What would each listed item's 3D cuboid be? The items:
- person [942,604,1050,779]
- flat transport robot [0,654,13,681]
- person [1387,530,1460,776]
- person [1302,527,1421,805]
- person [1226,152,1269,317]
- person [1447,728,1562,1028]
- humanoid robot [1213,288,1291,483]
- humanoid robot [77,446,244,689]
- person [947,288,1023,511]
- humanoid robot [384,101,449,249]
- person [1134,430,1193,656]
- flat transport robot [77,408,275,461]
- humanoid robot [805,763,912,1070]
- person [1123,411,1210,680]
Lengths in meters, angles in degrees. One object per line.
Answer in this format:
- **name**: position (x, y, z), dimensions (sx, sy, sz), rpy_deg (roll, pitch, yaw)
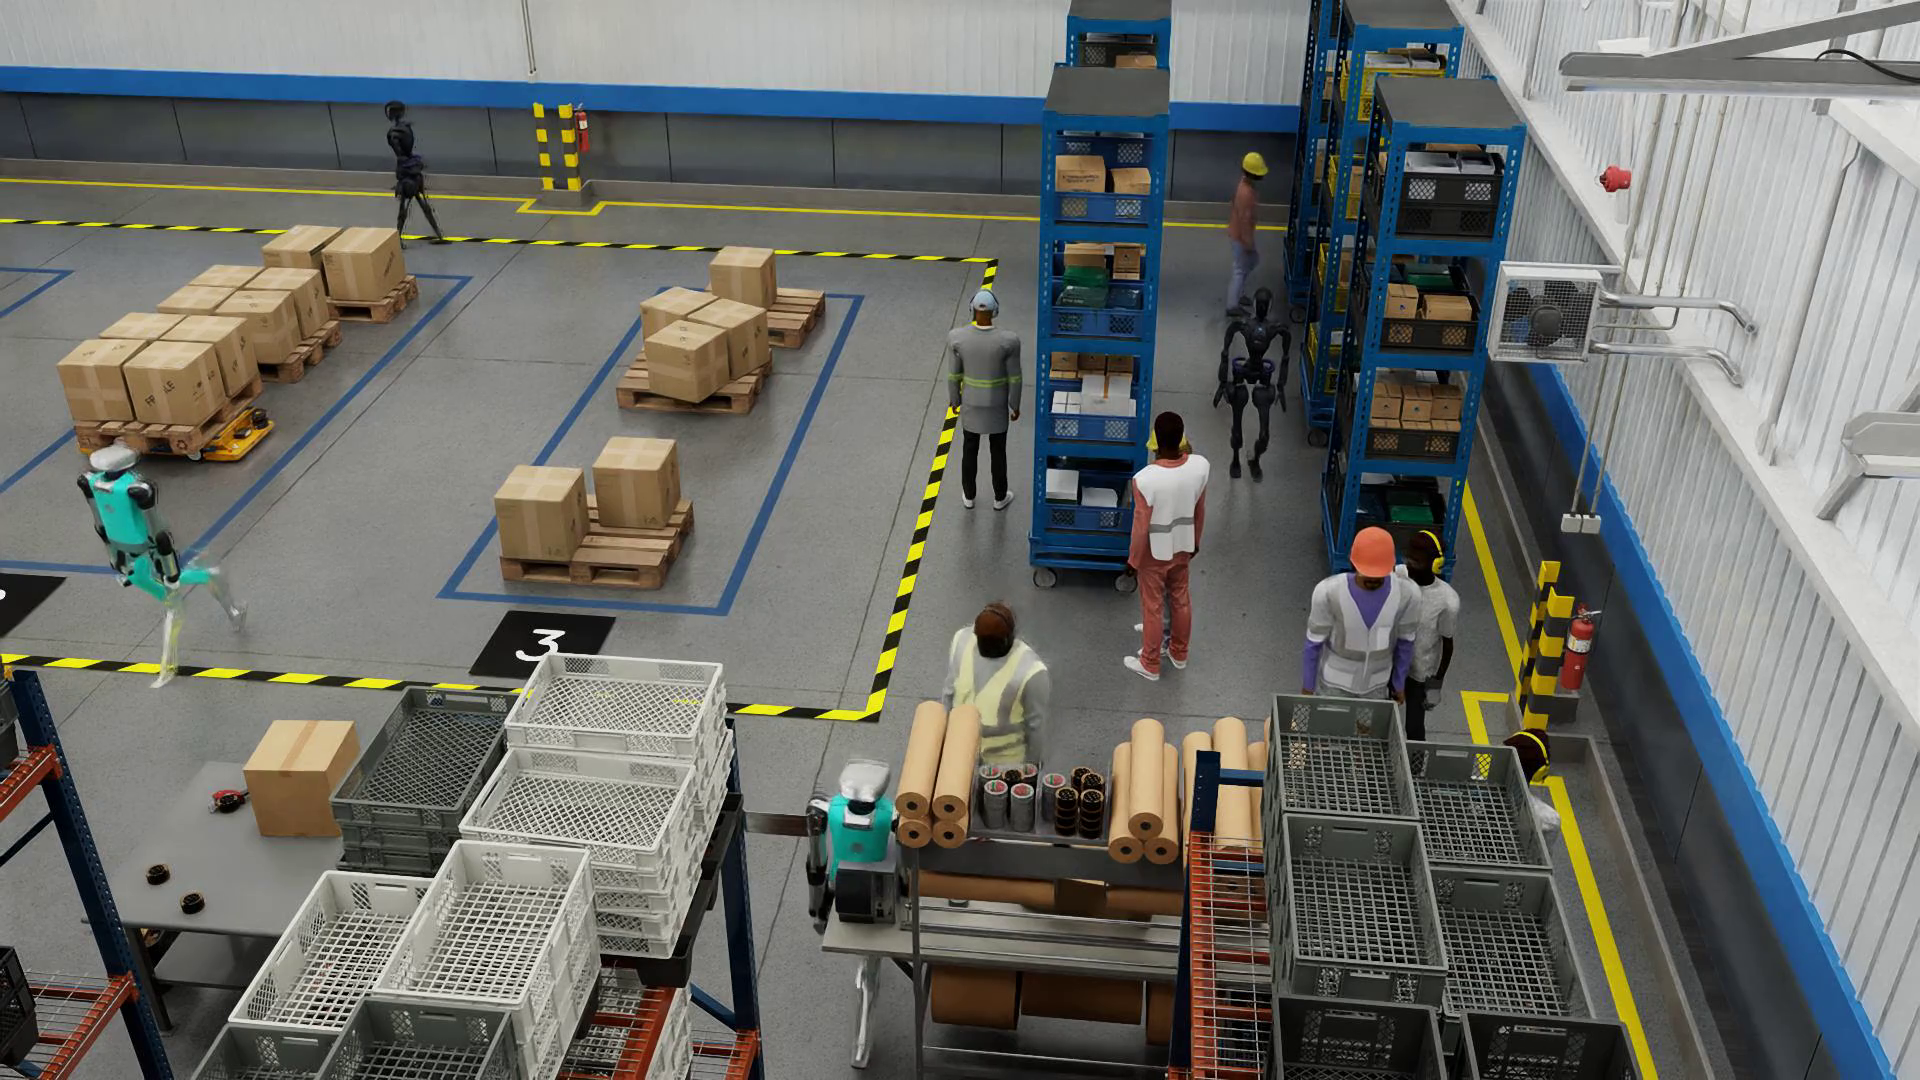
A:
- **person**: position (0.216, 1.090, 9.259), dimensions (0.639, 1.814, 0.653), rpy_deg (21, 36, 32)
- **flat transport robot**: position (-7.142, 0.969, 11.010), dimensions (1.431, 0.231, 0.659), rpy_deg (3, 30, 6)
- **person**: position (2.621, 0.763, 9.772), dimensions (0.327, 1.871, 0.515), rpy_deg (-22, 37, -32)
- **person**: position (2.276, 0.796, 9.570), dimensions (0.616, 2.029, 0.450), rpy_deg (-1, 30, -1)
- **person**: position (2.833, -3.017, 16.400), dimensions (0.382, 1.729, 0.611), rpy_deg (7, 31, 11)
- **person**: position (2.626, 1.706, 8.152), dimensions (0.521, 1.869, 0.315), rpy_deg (22, 37, 32)
- **humanoid robot**: position (2.350, -1.250, 13.415), dimensions (0.589, 1.648, 0.370), rpy_deg (3, 30, 5)
- **humanoid robot**: position (-5.258, 0.038, 11.168), dimensions (0.547, 1.765, 0.944), rpy_deg (9, 31, 15)
- **person**: position (0.198, -1.094, 12.979), dimensions (0.589, 1.852, 0.379), rpy_deg (5, 31, 8)
- **humanoid robot**: position (-6.057, -3.973, 18.125), dimensions (0.750, 1.626, 0.597), rpy_deg (-2, 30, -3)
- **person**: position (1.373, -0.012, 11.228), dimensions (0.301, 1.741, 0.485), rpy_deg (1, 30, 3)
- **flat transport robot**: position (-6.728, -0.944, 14.268), dimensions (1.431, 0.197, 0.652), rpy_deg (3, 30, 6)
- **humanoid robot**: position (-0.451, 1.720, 8.293), dimensions (0.558, 1.749, 1.042), rpy_deg (3, 30, 6)
- **person**: position (1.357, 0.053, 10.944), dimensions (0.596, 1.915, 0.371), rpy_deg (-17, 34, -27)
